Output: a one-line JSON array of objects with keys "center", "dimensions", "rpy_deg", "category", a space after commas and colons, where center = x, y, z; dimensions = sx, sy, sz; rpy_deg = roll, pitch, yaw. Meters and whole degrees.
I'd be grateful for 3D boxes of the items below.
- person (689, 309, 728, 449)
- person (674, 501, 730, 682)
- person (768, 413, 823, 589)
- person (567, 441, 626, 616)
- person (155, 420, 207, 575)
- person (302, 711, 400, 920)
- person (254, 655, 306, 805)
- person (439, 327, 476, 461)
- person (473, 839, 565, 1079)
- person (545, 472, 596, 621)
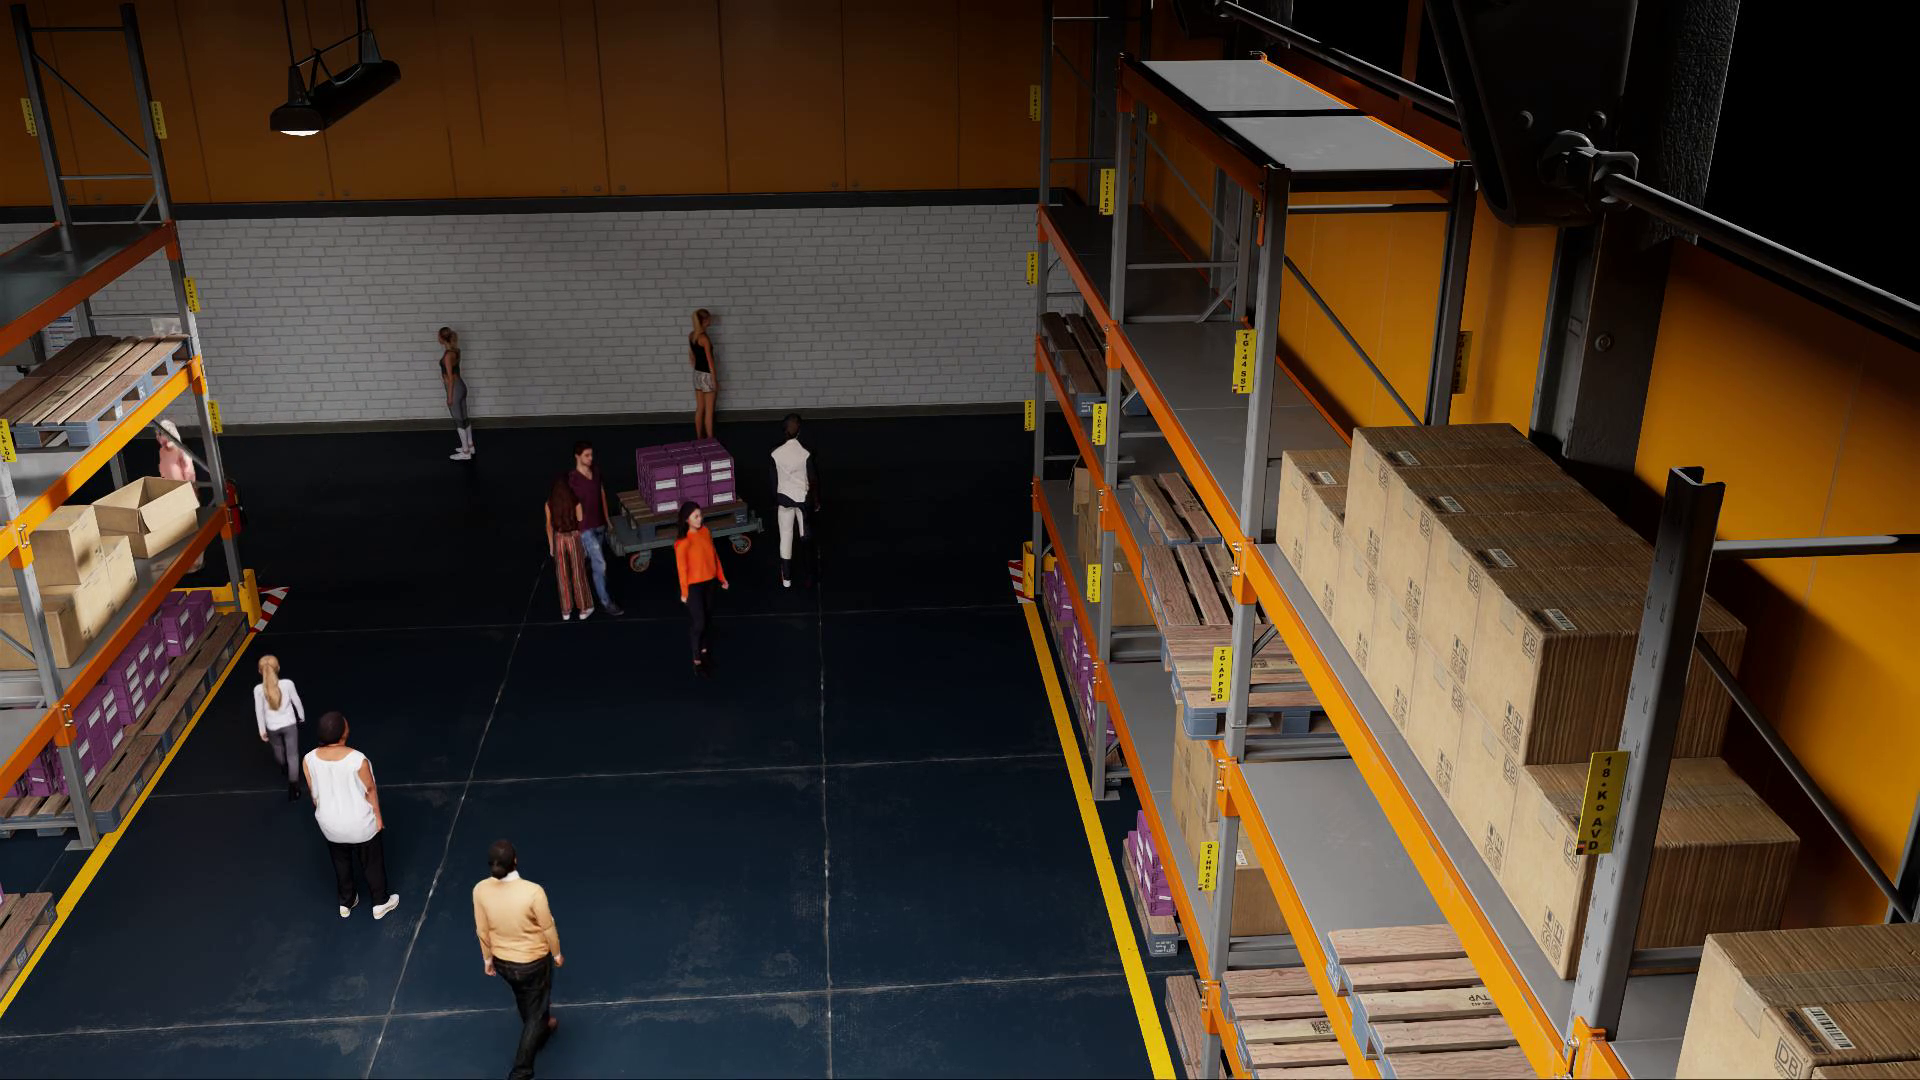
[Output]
[{"center": [-3.268, -2.071, 21.195], "dimensions": [0.745, 1.845, 0.653], "rpy_deg": [-20, 31, -38], "category": "person"}, {"center": [-2.494, 0.430, 15.599], "dimensions": [0.800, 1.745, 0.704], "rpy_deg": [11, 26, 24], "category": "person"}, {"center": [-1.719, -0.411, 17.338], "dimensions": [0.716, 1.893, 0.643], "rpy_deg": [2, 24, 5], "category": "person"}, {"center": [-3.827, -0.157, 16.858], "dimensions": [1.140, 1.812, 1.186], "rpy_deg": [13, 27, 27], "category": "person"}, {"center": [-8.228, -0.497, 17.755], "dimensions": [0.730, 1.715, 0.778], "rpy_deg": [9, 25, 20], "category": "person"}, {"center": [-4.443, 1.988, 12.105], "dimensions": [0.709, 1.688, 0.673], "rpy_deg": [3, 24, 7], "category": "person"}, {"center": [-5.556, 1.563, 13.624], "dimensions": [0.578, 1.250, 0.903], "rpy_deg": [-5, 24, -12], "category": "person"}, {"center": [-6.322, -1.850, 20.865], "dimensions": [0.650, 1.705, 0.468], "rpy_deg": [1, 24, 2], "category": "person"}, {"center": [-2.774, 2.686, 10.449], "dimensions": [0.907, 1.735, 1.206], "rpy_deg": [6, 24, 14], "category": "person"}, {"center": [-3.939, 0.044, 16.710], "dimensions": [0.567, 1.561, 0.514], "rpy_deg": [0, 24, -1], "category": "person"}]
